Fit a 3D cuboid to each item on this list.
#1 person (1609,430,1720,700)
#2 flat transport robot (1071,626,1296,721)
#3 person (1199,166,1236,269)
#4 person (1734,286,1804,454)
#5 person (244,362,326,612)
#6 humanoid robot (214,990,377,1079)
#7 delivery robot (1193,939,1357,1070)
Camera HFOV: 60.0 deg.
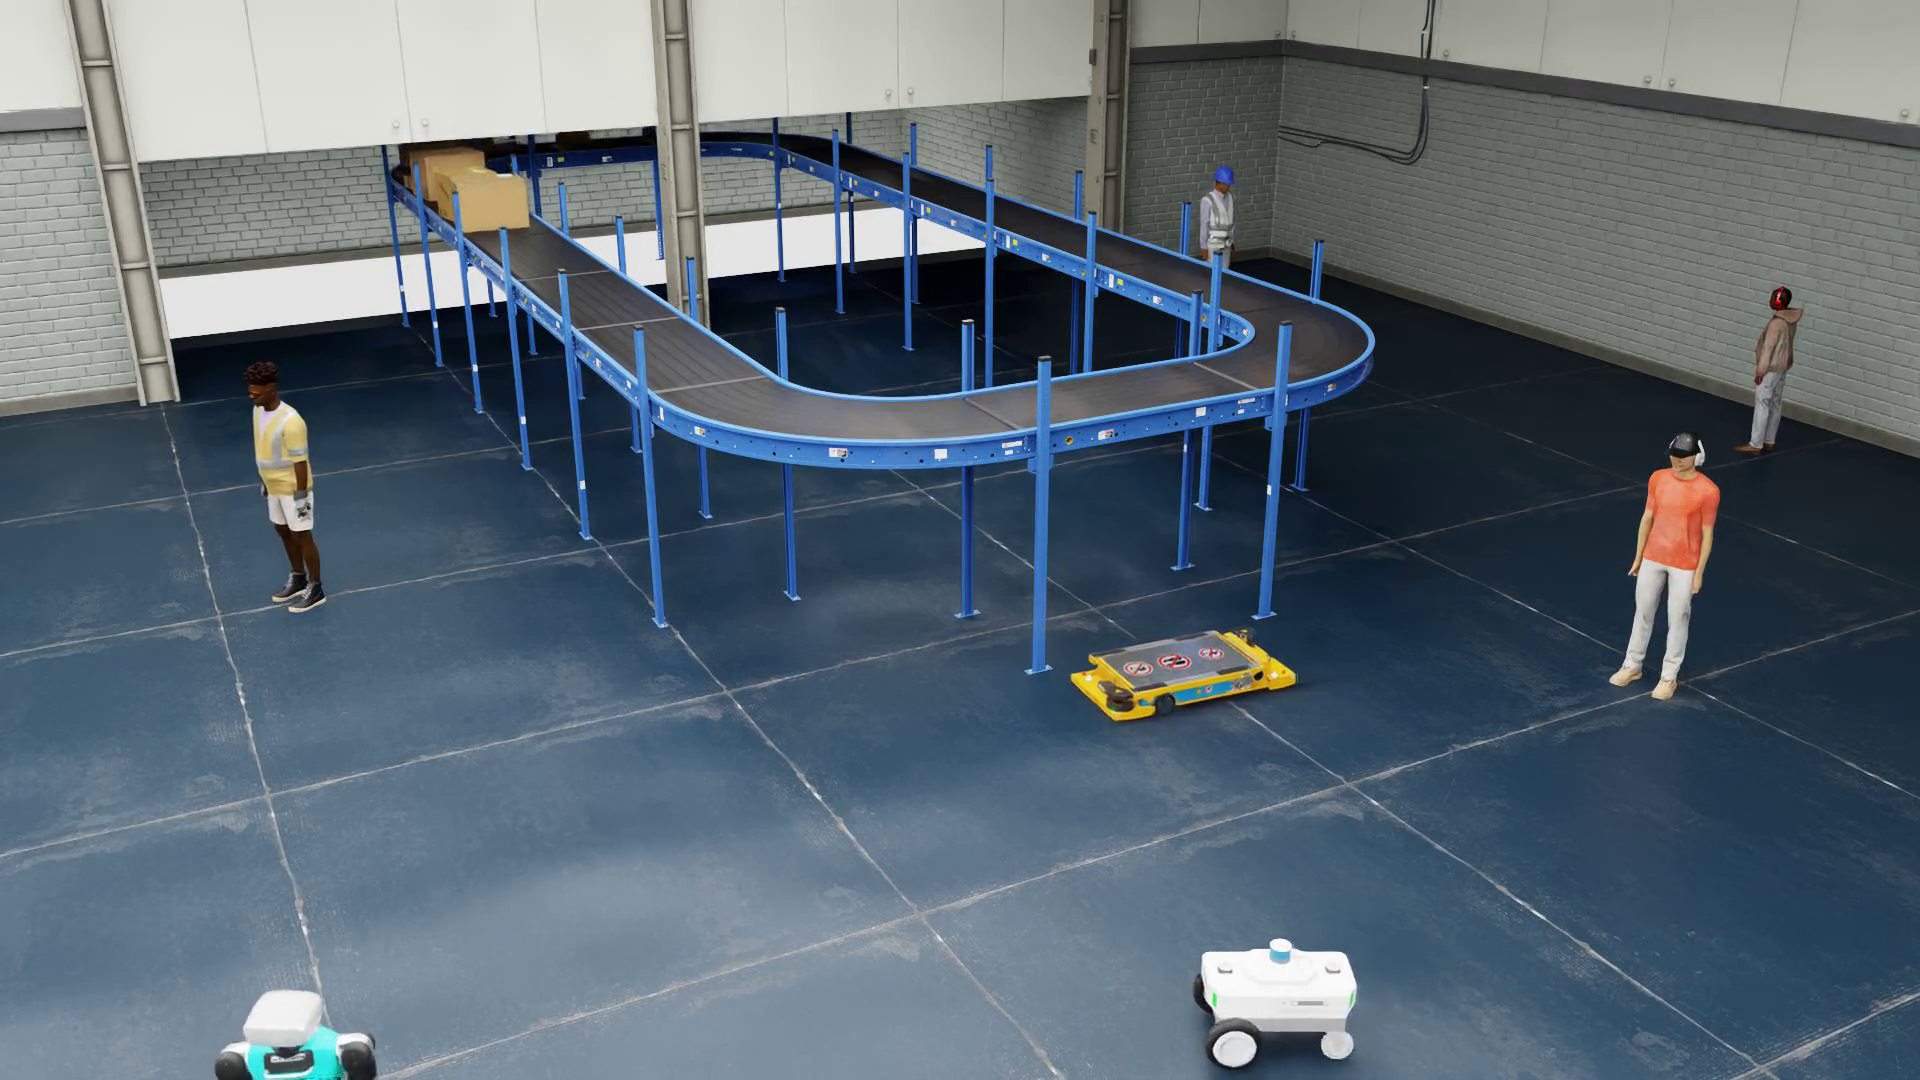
[{"bbox_3d":[4.796,0.168,11.274,0.480,1.910,0.412,21,30,41],"label":"person"},{"bbox_3d":[1.556,0.927,11.585,1.431,0.231,0.659,-9,24,-21],"label":"flat transport robot"},{"bbox_3d":[3.233,-3.717,20.849,0.616,1.935,0.414,-19,29,-38],"label":"person"},{"bbox_3d":[7.854,-1.634,16.079,0.463,1.648,0.327,-17,28,-37],"label":"person"},{"bbox_3d":[-5.136,-0.420,12.664,0.604,1.957,0.382,19,29,38],"label":"person"},{"bbox_3d":[-2.263,2.508,5.758,0.533,1.806,0.821,-3,22,-6],"label":"humanoid robot"},{"bbox_3d":[1.523,2.197,8.037,0.766,0.575,0.499,0,22,0],"label":"delivery robot"}]
